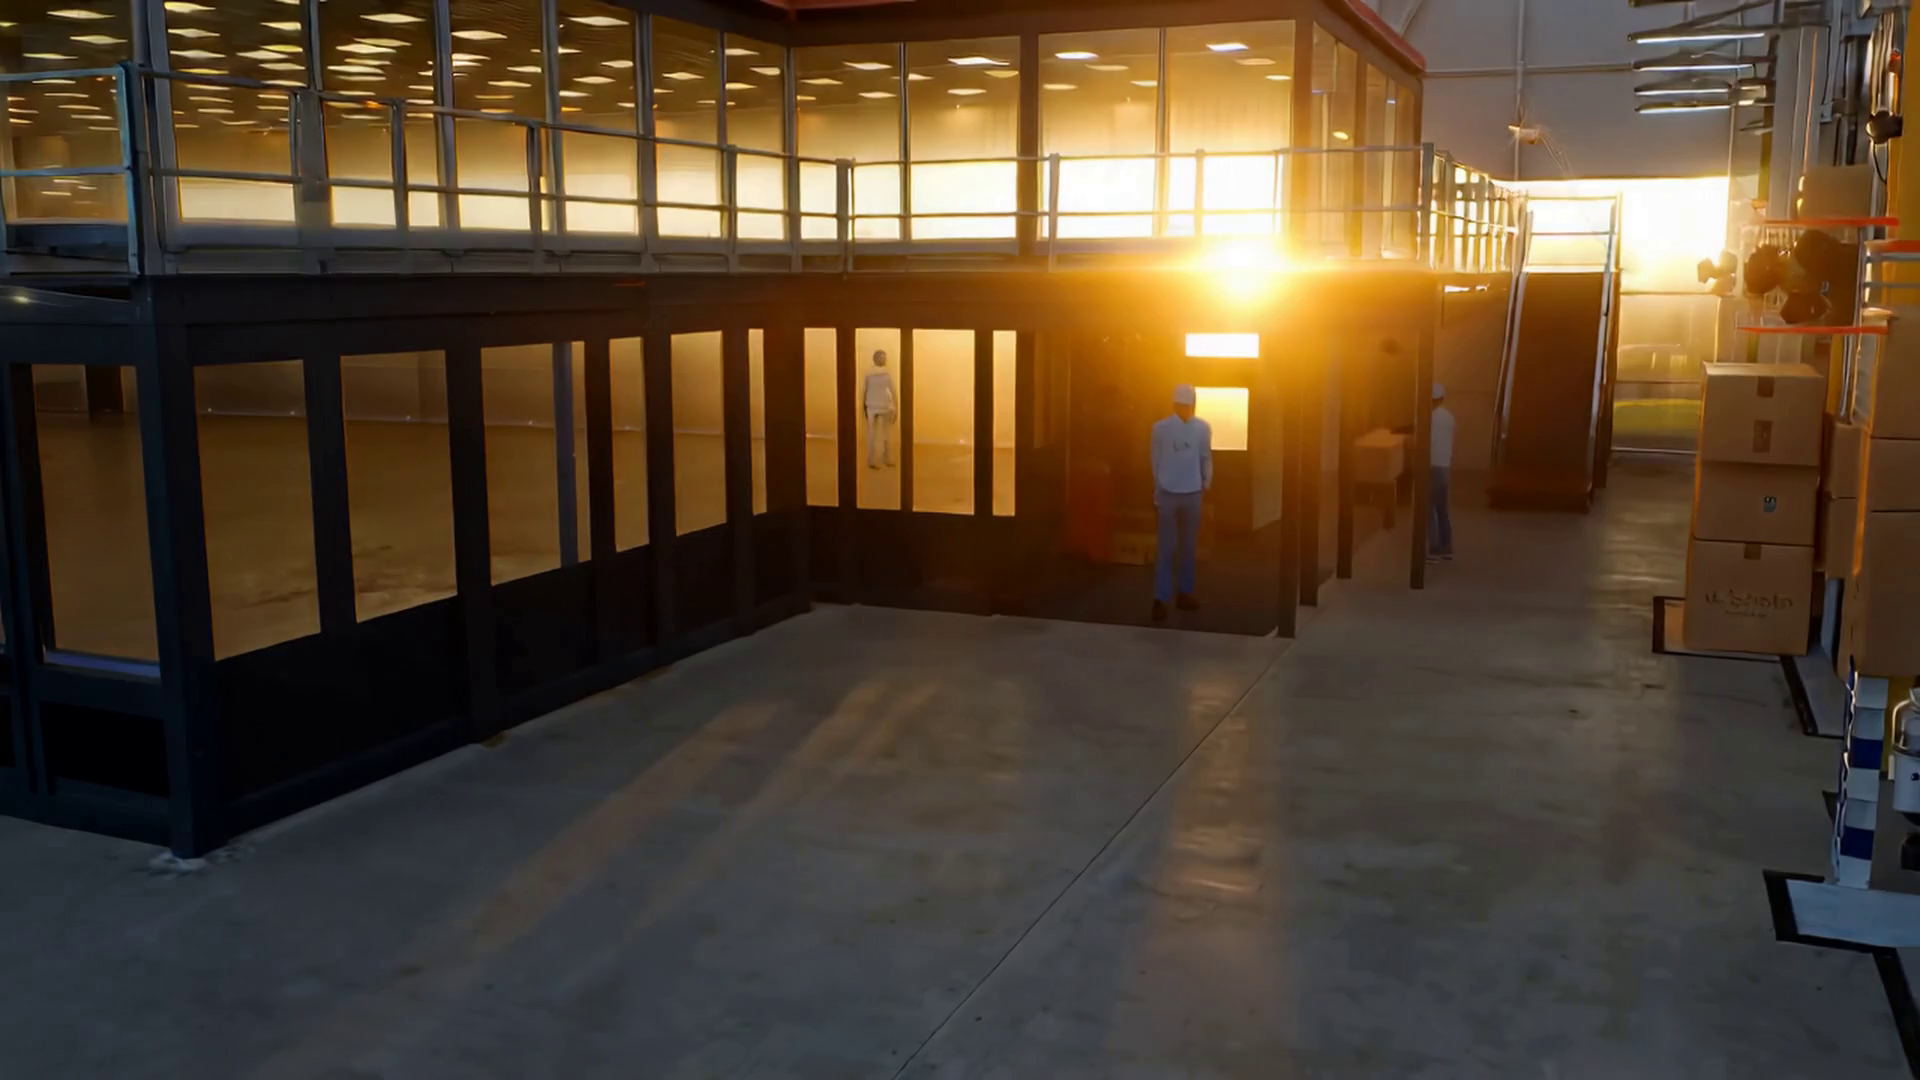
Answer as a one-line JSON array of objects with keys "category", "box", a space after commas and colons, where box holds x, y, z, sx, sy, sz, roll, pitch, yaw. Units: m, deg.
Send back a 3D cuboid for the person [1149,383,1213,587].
[{"category": "person", "box": [2.140, -0.525, 16.072, 0.615, 1.988, 0.400, -1, 9, -5]}]
